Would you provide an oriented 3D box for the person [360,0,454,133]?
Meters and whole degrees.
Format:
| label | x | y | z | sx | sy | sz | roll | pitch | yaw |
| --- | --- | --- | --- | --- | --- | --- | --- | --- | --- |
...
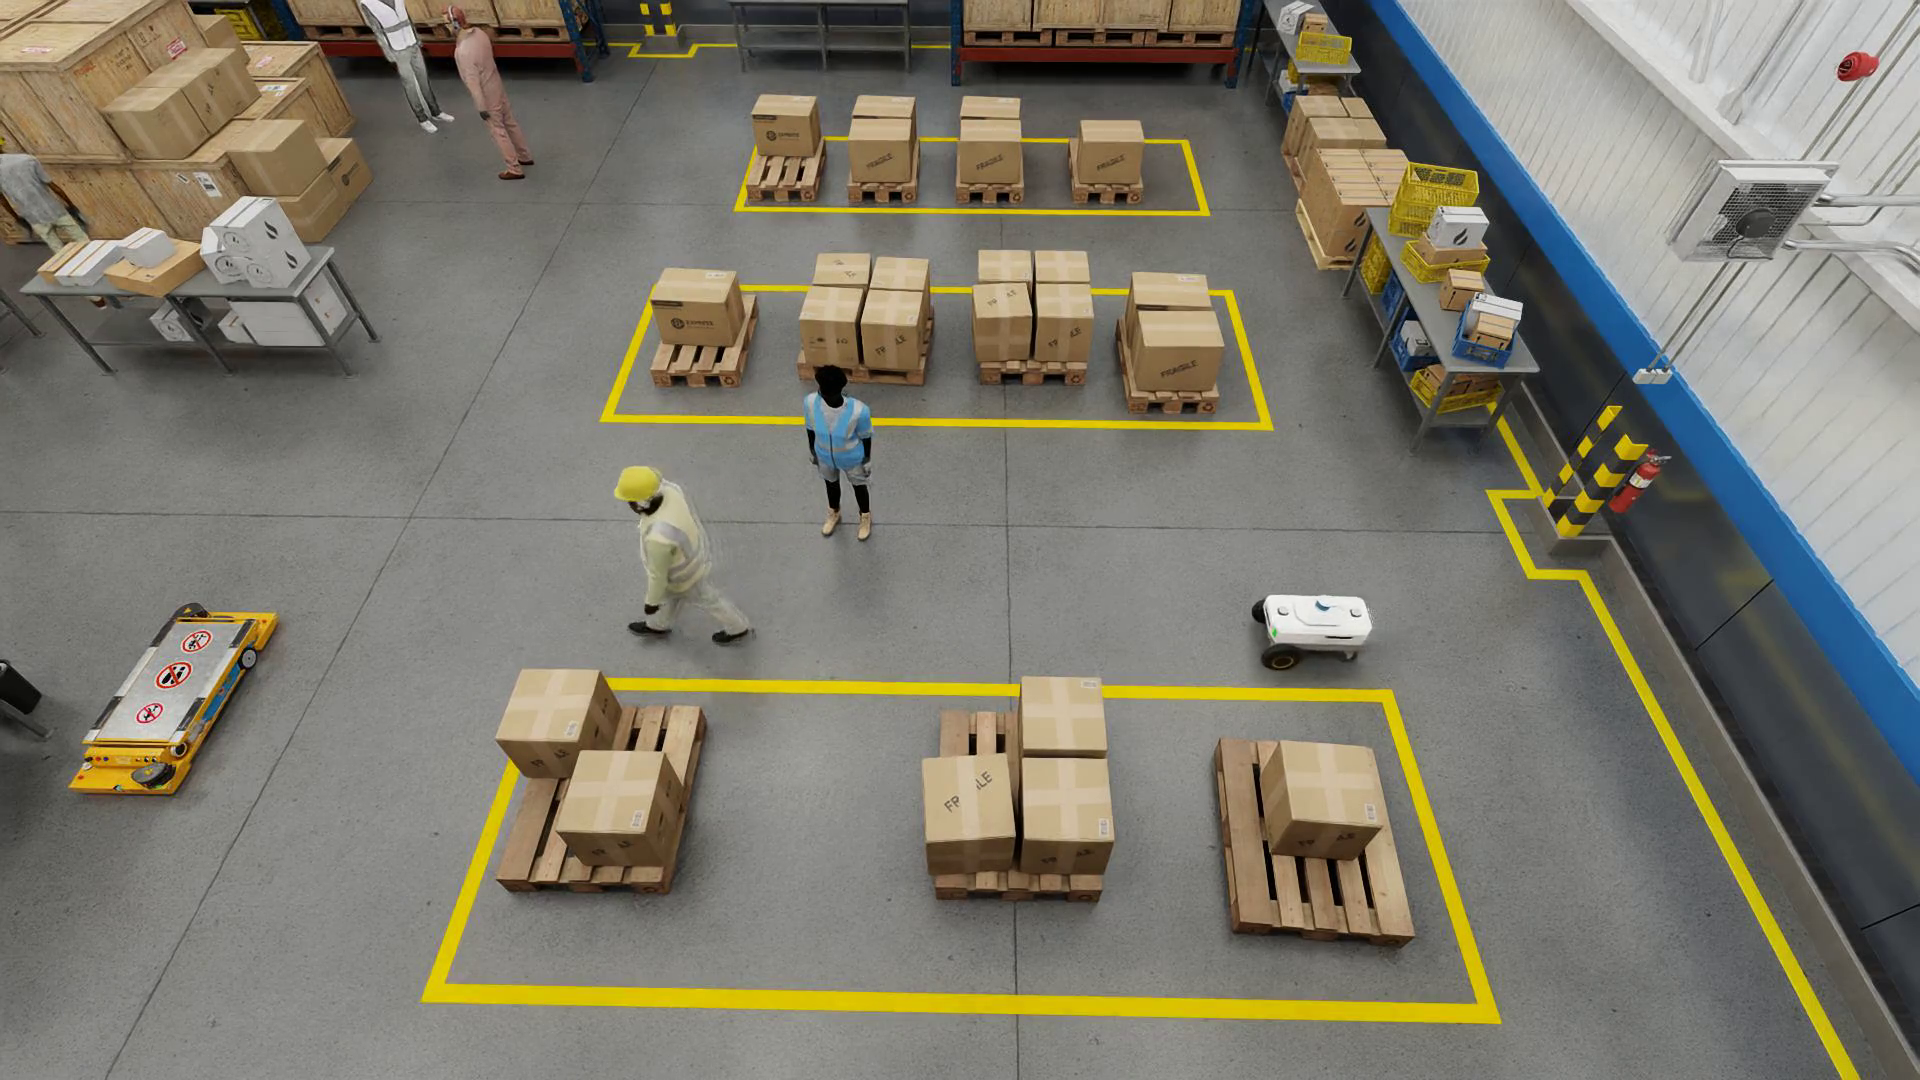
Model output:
| label | x | y | z | sx | sy | sz | roll | pitch | yaw |
| --- | --- | --- | --- | --- | --- | --- | --- | --- | --- |
| person | -6.986 | -6.169 | 11.497 | 0.375 | 1.917 | 0.598 | 16 | 52 | 13 |

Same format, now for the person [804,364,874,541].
| label | x | y | z | sx | sy | sz | roll | pitch | yaw |
| --- | --- | --- | --- | --- | --- | --- | --- | --- | --- |
| person | -0.905 | -0.643 | 6.964 | 0.529 | 1.697 | 0.321 | 10 | 51 | 9 |

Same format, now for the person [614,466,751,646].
| label | x | y | z | sx | sy | sz | roll | pitch | yaw |
| --- | --- | --- | --- | --- | --- | --- | --- | --- | --- |
| person | -1.997 | 0.184 | 6.204 | 0.912 | 1.779 | 0.604 | -8 | 50 | -7 |

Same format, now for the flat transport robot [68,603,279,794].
| label | x | y | z | sx | sy | sz | roll | pitch | yaw |
| --- | --- | --- | --- | --- | --- | --- | --- | --- | --- |
| flat transport robot | -5.504 | 1.072 | 6.442 | 0.652 | 0.197 | 1.431 | 1 | 50 | 1 |

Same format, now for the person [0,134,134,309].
| label | x | y | z | sx | sy | sz | roll | pitch | yaw |
| --- | --- | --- | --- | --- | --- | --- | --- | --- | --- |
| person | -8.941 | -3.151 | 8.983 | 0.549 | 1.861 | 0.324 | -32 | 57 | -24 |

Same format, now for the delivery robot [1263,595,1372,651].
| label | x | y | z | sx | sy | sz | roll | pitch | yaw |
| --- | --- | --- | --- | --- | --- | --- | --- | --- | --- |
| delivery robot | 2.565 | 0.580 | 6.614 | 0.707 | 0.478 | 0.477 | 1 | 50 | 1 |

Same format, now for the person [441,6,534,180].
| label | x | y | z | sx | sy | sz | roll | pitch | yaw |
| --- | --- | --- | --- | --- | --- | --- | --- | --- | --- |
| person | -5.525 | -5.193 | 10.688 | 0.396 | 1.899 | 0.656 | 2 | 50 | 2 |
